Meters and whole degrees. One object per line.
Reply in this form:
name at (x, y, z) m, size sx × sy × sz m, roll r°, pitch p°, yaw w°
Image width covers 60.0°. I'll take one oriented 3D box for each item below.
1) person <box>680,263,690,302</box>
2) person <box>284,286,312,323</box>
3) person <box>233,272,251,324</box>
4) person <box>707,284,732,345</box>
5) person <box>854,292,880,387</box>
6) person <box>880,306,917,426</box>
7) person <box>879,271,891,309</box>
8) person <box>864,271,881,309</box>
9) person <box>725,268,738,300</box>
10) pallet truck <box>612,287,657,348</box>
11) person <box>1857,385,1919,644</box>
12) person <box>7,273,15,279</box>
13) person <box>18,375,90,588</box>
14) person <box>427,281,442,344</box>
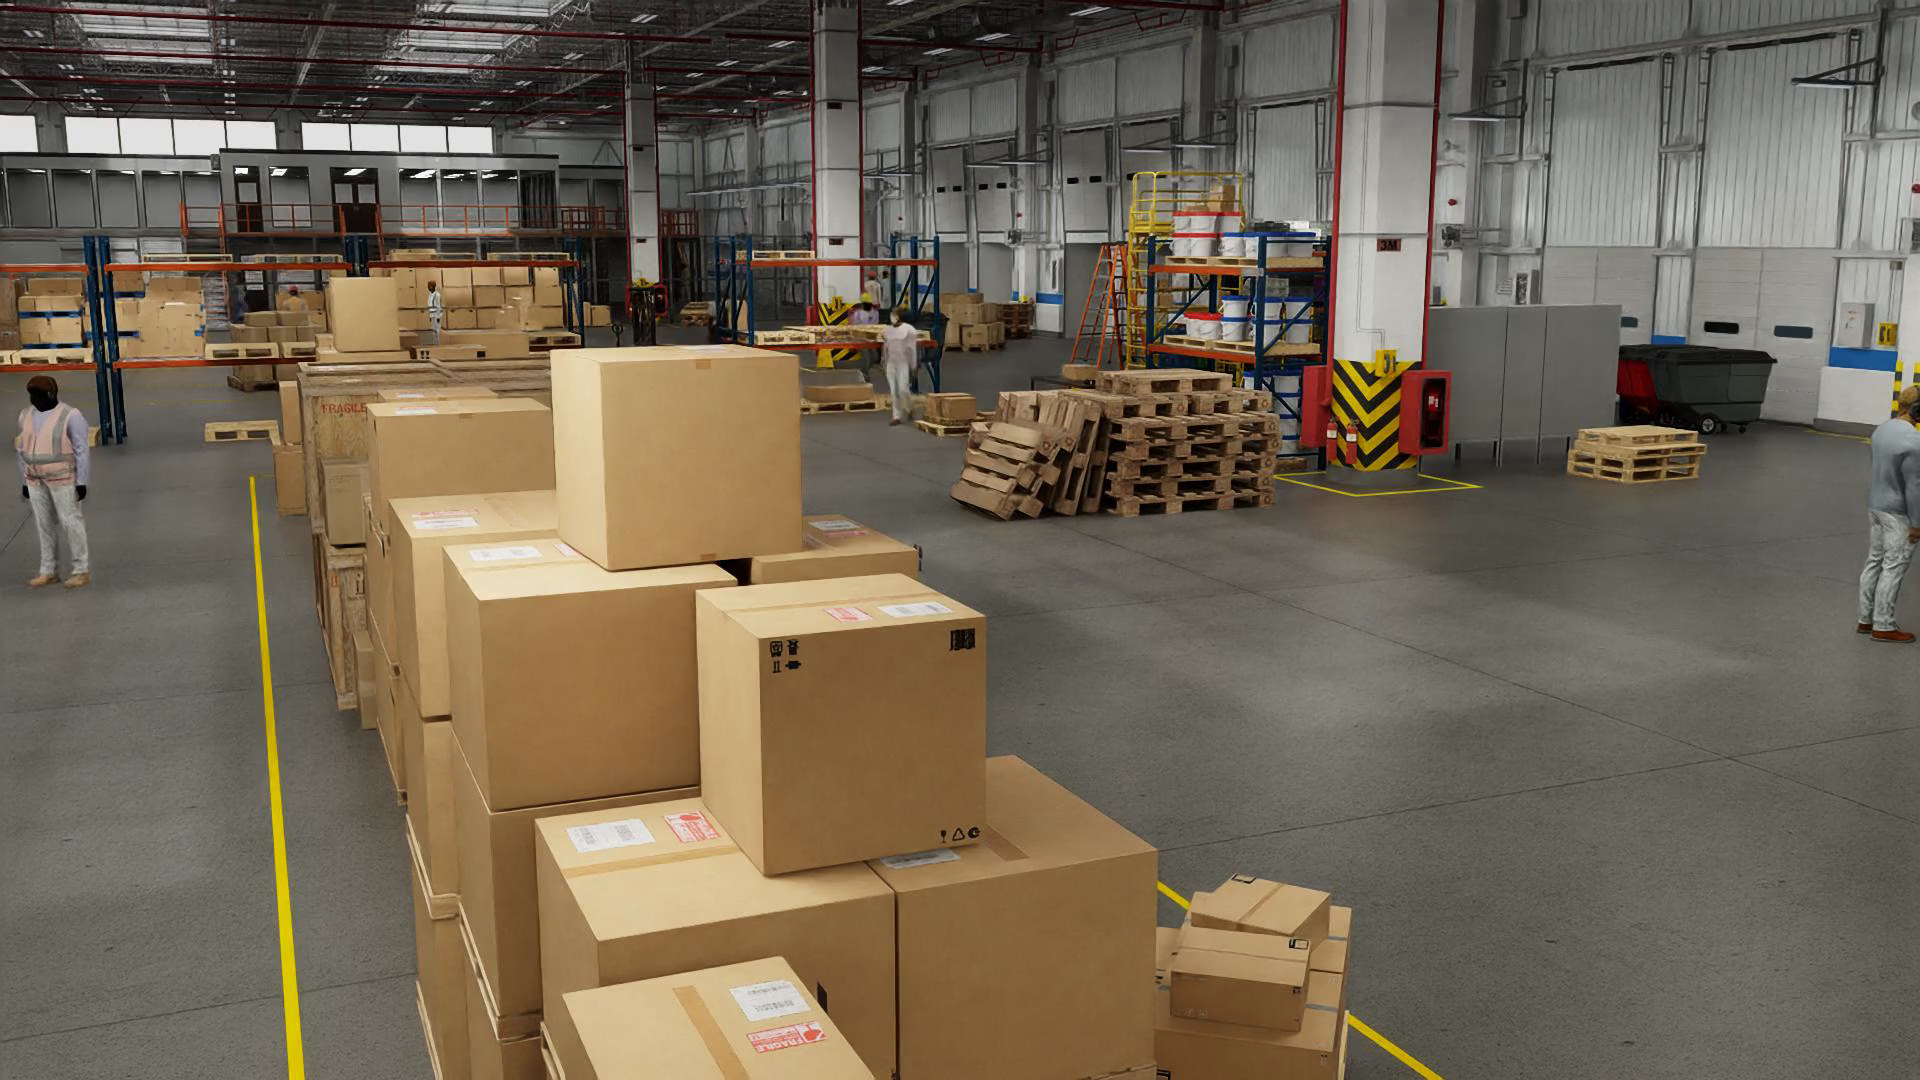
person at (-12.925, -12.074, 78.103) m, size 0.429 × 1.842 × 0.633 m, roll 3°, pitch 11°, yaw 18°
person at (-15.945, -5.184, 40.114) m, size 0.621 × 1.849 × 1.032 m, roll -5°, pitch 11°, yaw -26°
person at (-23.579, -7.852, 54.725) m, size 0.897 × 1.883 × 0.614 m, roll 3°, pitch 11°, yaw 15°
person at (-5.174, -4.538, 36.014) m, size 0.698 × 2.000 × 0.536 m, roll -8°, pitch 13°, yaw -36°
person at (-1.896, -4.055, 33.687) m, size 0.597 × 1.917 × 0.511 m, roll -8°, pitch 13°, yaw -38°
person at (-0.997, -2.781, 26.648) m, size 0.649 × 1.924 × 0.435 m, roll 6°, pitch 12°, yaw 28°
person at (-2.631, -8.657, 59.228) m, size 0.514 × 1.859 × 0.505 m, roll -6°, pitch 12°, yaw -30°
person at (-2.828, -7.604, 53.180) m, size 0.615 × 1.958 × 1.000 m, roll 0°, pitch 10°, yaw -1°
person at (-8.184, -8.772, 59.601) m, size 0.403 × 1.948 × 0.605 m, roll 7°, pitch 12°, yaw 34°
pallet truck at (-6.464, -4.406, 35.401) m, size 0.823 × 1.965 × 1.885 m, roll 6°, pitch 12°, yaw 32°
person at (6.969, -0.192, 12.378) m, size 0.382 × 1.931 × 0.632 m, roll 0°, pitch 10°, yaw 2°
person at (-30.183, -7.544, 52.997) m, size 0.975 × 1.889 × 0.552 m, roll 6°, pitch 12°, yaw 29°
person at (-7.810, -0.501, 14.317) m, size 0.634 × 1.839 × 0.429 m, roll 2°, pitch 10°, yaw 10°
person at (-14.050, -5.998, 44.529) m, size 0.353 × 1.876 × 0.573 m, roll -9°, pitch 13°, yaw -39°
